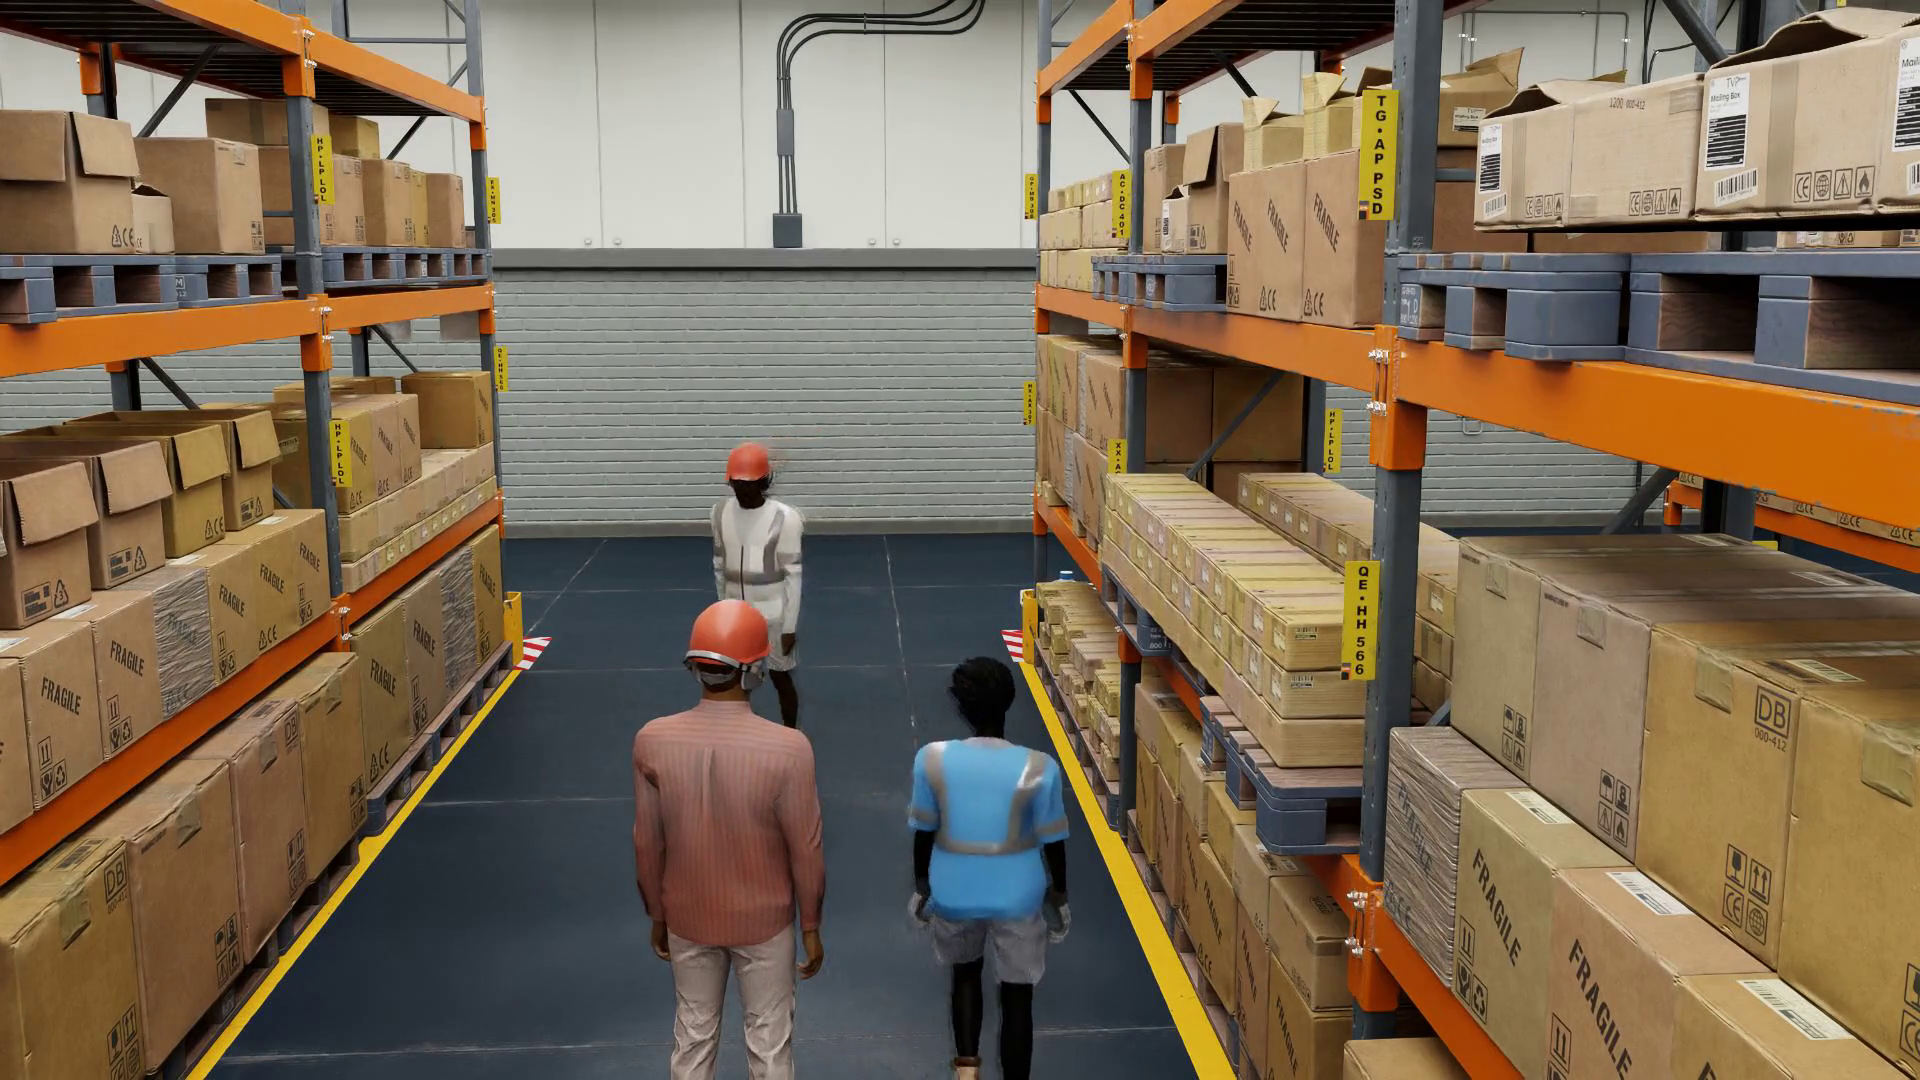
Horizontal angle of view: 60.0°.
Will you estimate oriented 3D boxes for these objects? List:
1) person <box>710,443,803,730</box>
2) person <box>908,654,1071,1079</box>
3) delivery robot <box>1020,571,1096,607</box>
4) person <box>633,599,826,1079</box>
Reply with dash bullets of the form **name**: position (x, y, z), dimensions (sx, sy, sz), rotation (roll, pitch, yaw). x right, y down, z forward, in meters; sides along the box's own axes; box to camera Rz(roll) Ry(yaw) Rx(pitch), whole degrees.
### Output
- **person**: position (-1.221, 0.437, 9.544), dimensions (0.634, 1.980, 1.039), rotation (4, 10, 23)
- **person**: position (0.107, 1.229, 5.749), dimensions (0.567, 1.676, 0.377), rotation (2, 10, 13)
- **delivery robot**: position (0.838, 0.489, 13.160), dimensions (0.707, 0.478, 0.477), rotation (-5, 11, -26)
- **person**: position (-0.708, 1.168, 5.204), dimensions (0.612, 1.995, 0.382), rotation (2, 10, 12)
